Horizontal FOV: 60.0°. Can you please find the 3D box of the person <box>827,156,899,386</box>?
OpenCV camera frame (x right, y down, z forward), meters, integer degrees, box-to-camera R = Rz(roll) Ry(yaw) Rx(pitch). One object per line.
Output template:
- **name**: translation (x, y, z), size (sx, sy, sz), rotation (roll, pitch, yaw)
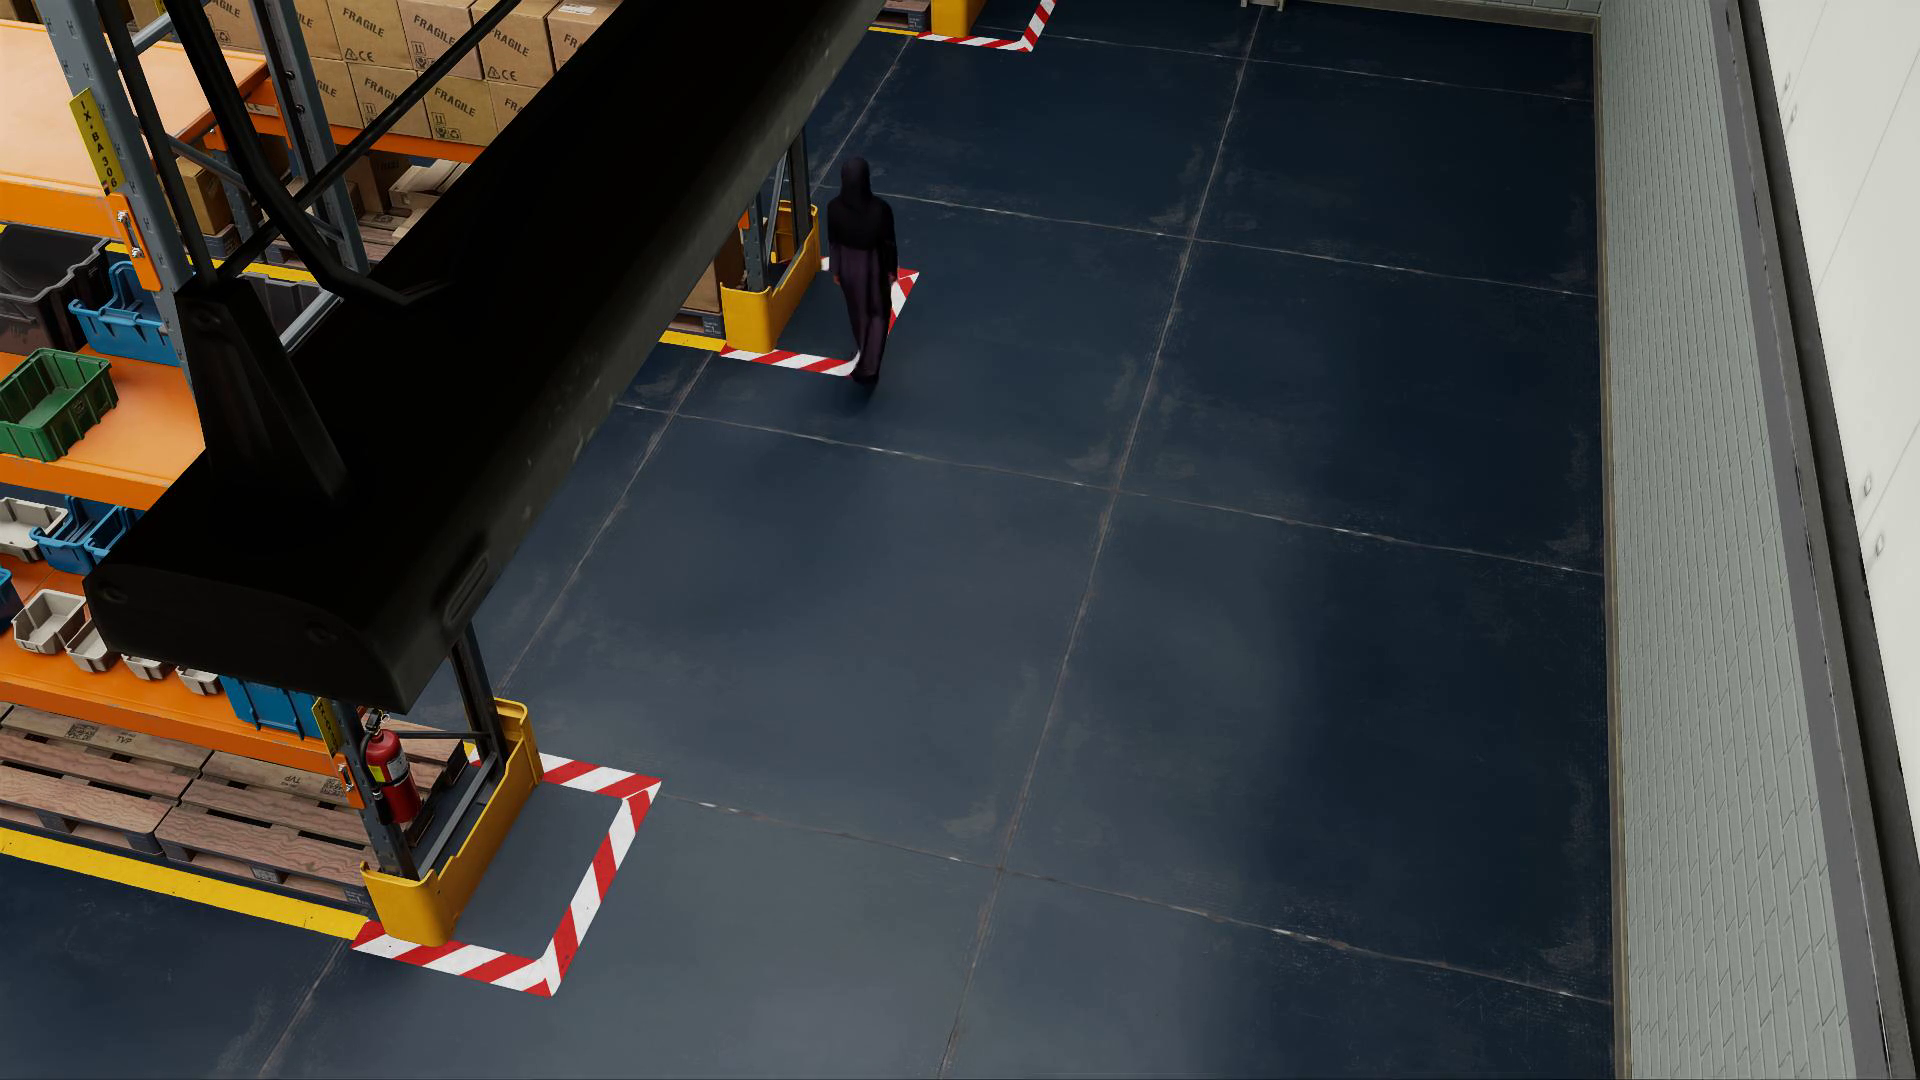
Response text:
- **person**: translation (-0.656, -1.746, 10.883), size (0.990, 1.593, 0.702), rotation (7, 44, 8)
